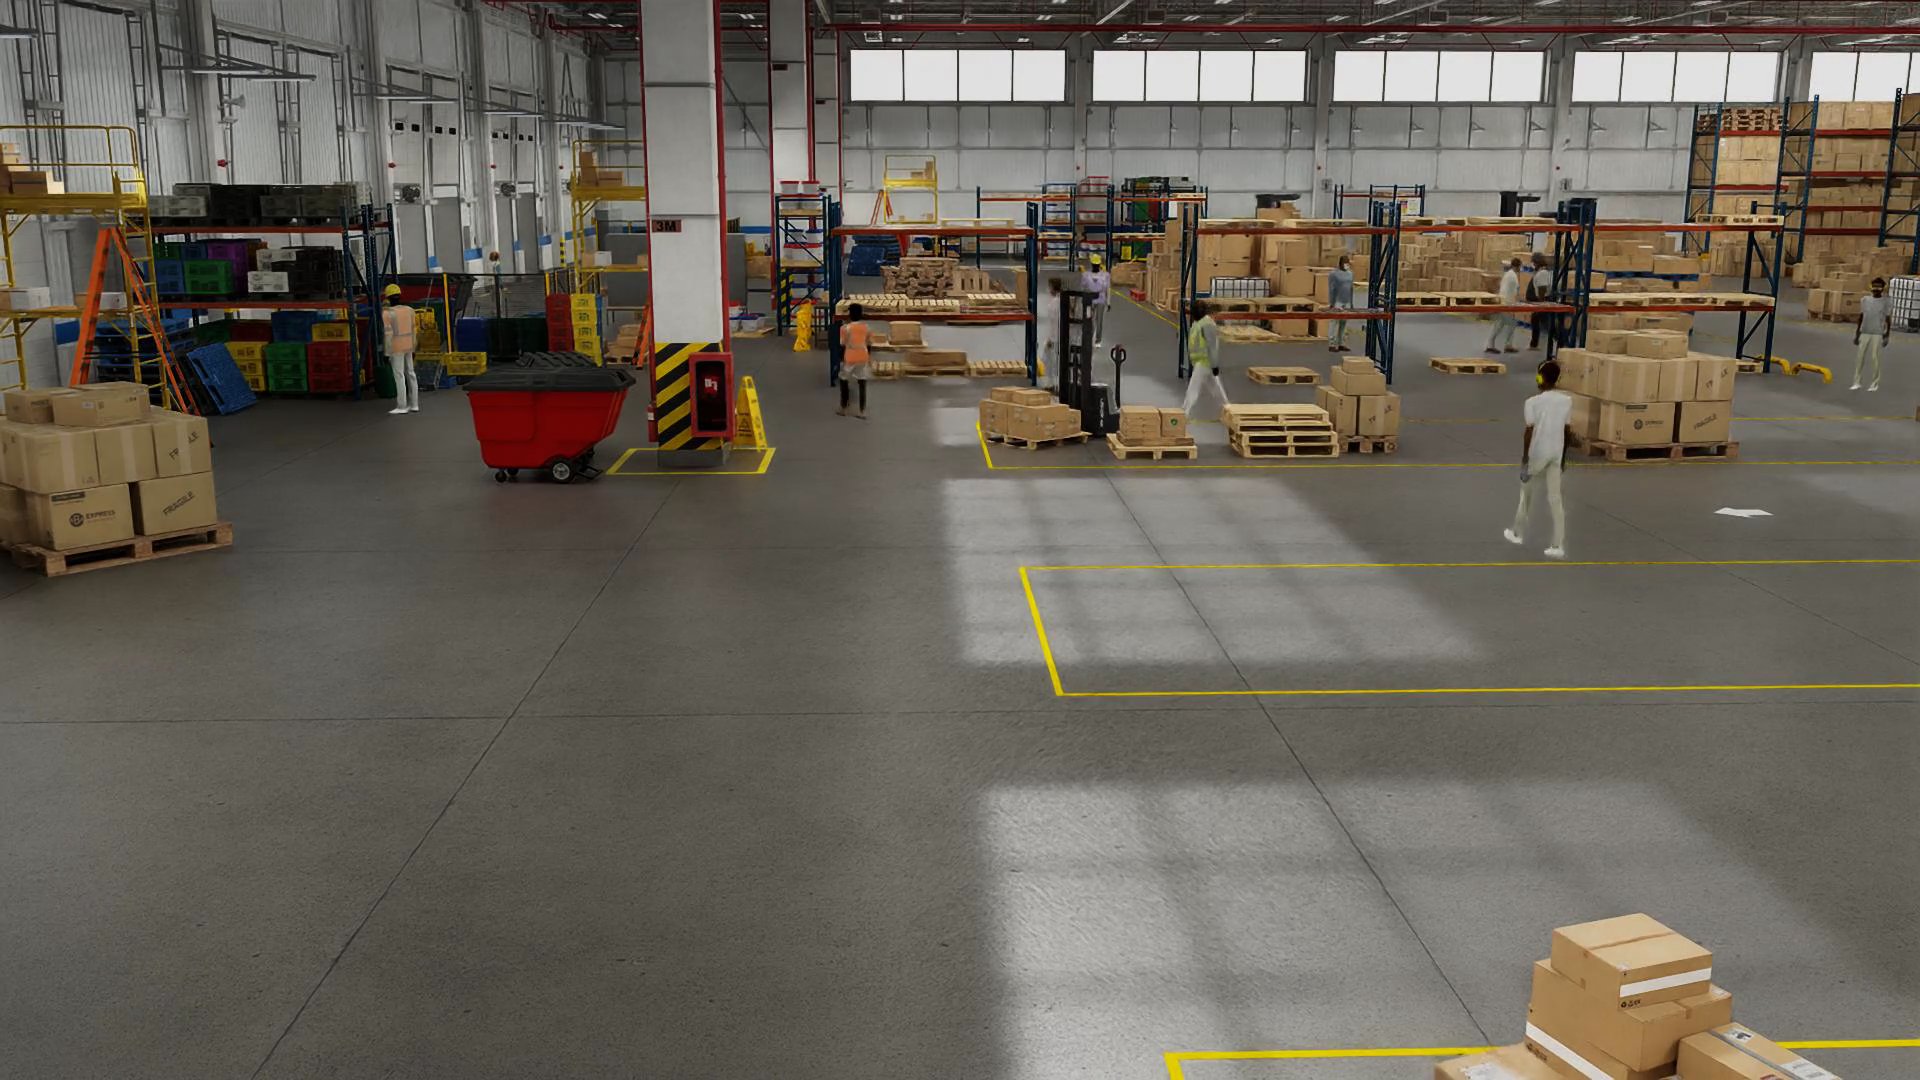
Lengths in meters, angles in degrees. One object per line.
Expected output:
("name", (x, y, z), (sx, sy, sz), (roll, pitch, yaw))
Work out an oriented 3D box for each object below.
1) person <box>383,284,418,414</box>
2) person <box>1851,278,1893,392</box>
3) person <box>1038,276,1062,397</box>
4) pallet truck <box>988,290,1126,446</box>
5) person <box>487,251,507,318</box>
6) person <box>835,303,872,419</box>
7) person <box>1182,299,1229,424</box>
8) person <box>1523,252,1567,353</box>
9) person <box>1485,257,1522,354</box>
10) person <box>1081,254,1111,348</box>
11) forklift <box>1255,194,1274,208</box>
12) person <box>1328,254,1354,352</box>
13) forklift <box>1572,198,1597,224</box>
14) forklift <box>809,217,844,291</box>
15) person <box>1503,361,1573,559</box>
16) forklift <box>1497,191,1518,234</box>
("person", (-8.316, -2.823, 24.661), (0.382, 1.917, 0.585), (6, 14, 27))
("person", (14.946, -3.363, 27.243), (0.325, 1.860, 0.515), (-12, 17, -42))
("person", (1.447, -3.237, 26.528), (0.687, 1.914, 0.651), (1, 13, 5))
("pallet truck", (1.257, -2.299, 22.111), (1.885, 1.965, 0.823), (-9, 15, -35))
("person", (-11.413, -6.265, 40.858), (0.523, 1.631, 0.324), (12, 17, 43))
("person", (-1.566, -2.617, 24.271), (0.557, 1.667, 0.720), (-7, 14, -29))
("person", (3.494, -2.531, 23.658), (1.004, 1.789, 0.636), (-1, 13, -5))
("person", (11.709, -4.757, 33.109), (0.865, 2.000, 0.706), (5, 13, 21))
("person", (10.770, -4.600, 32.726), (0.795, 1.891, 0.647), (3, 13, 13))
("person", (2.763, -4.838, 33.787), (0.605, 1.903, 0.670), (1, 13, 6))
("forklift", (9.979, -9.959, 54.685), (1.873, 2.768, 1.129), (7, 14, 27))
("person", (7.601, -4.715, 33.160), (0.630, 1.937, 0.373), (-7, 14, -29))
("forklift", (17.488, -8.214, 46.807), (1.873, 2.768, 1.129), (0, 12, -2))
("forklift", (-4.375, -8.619, 48.637), (1.873, 2.768, 1.129), (0, 12, -2))
("person", (5.484, -0.777, 15.648), (0.545, 1.817, 0.969), (-2, 13, -9))
("forklift", (20.662, -11.779, 62.902), (1.873, 2.768, 1.129), (0, 12, -2))
